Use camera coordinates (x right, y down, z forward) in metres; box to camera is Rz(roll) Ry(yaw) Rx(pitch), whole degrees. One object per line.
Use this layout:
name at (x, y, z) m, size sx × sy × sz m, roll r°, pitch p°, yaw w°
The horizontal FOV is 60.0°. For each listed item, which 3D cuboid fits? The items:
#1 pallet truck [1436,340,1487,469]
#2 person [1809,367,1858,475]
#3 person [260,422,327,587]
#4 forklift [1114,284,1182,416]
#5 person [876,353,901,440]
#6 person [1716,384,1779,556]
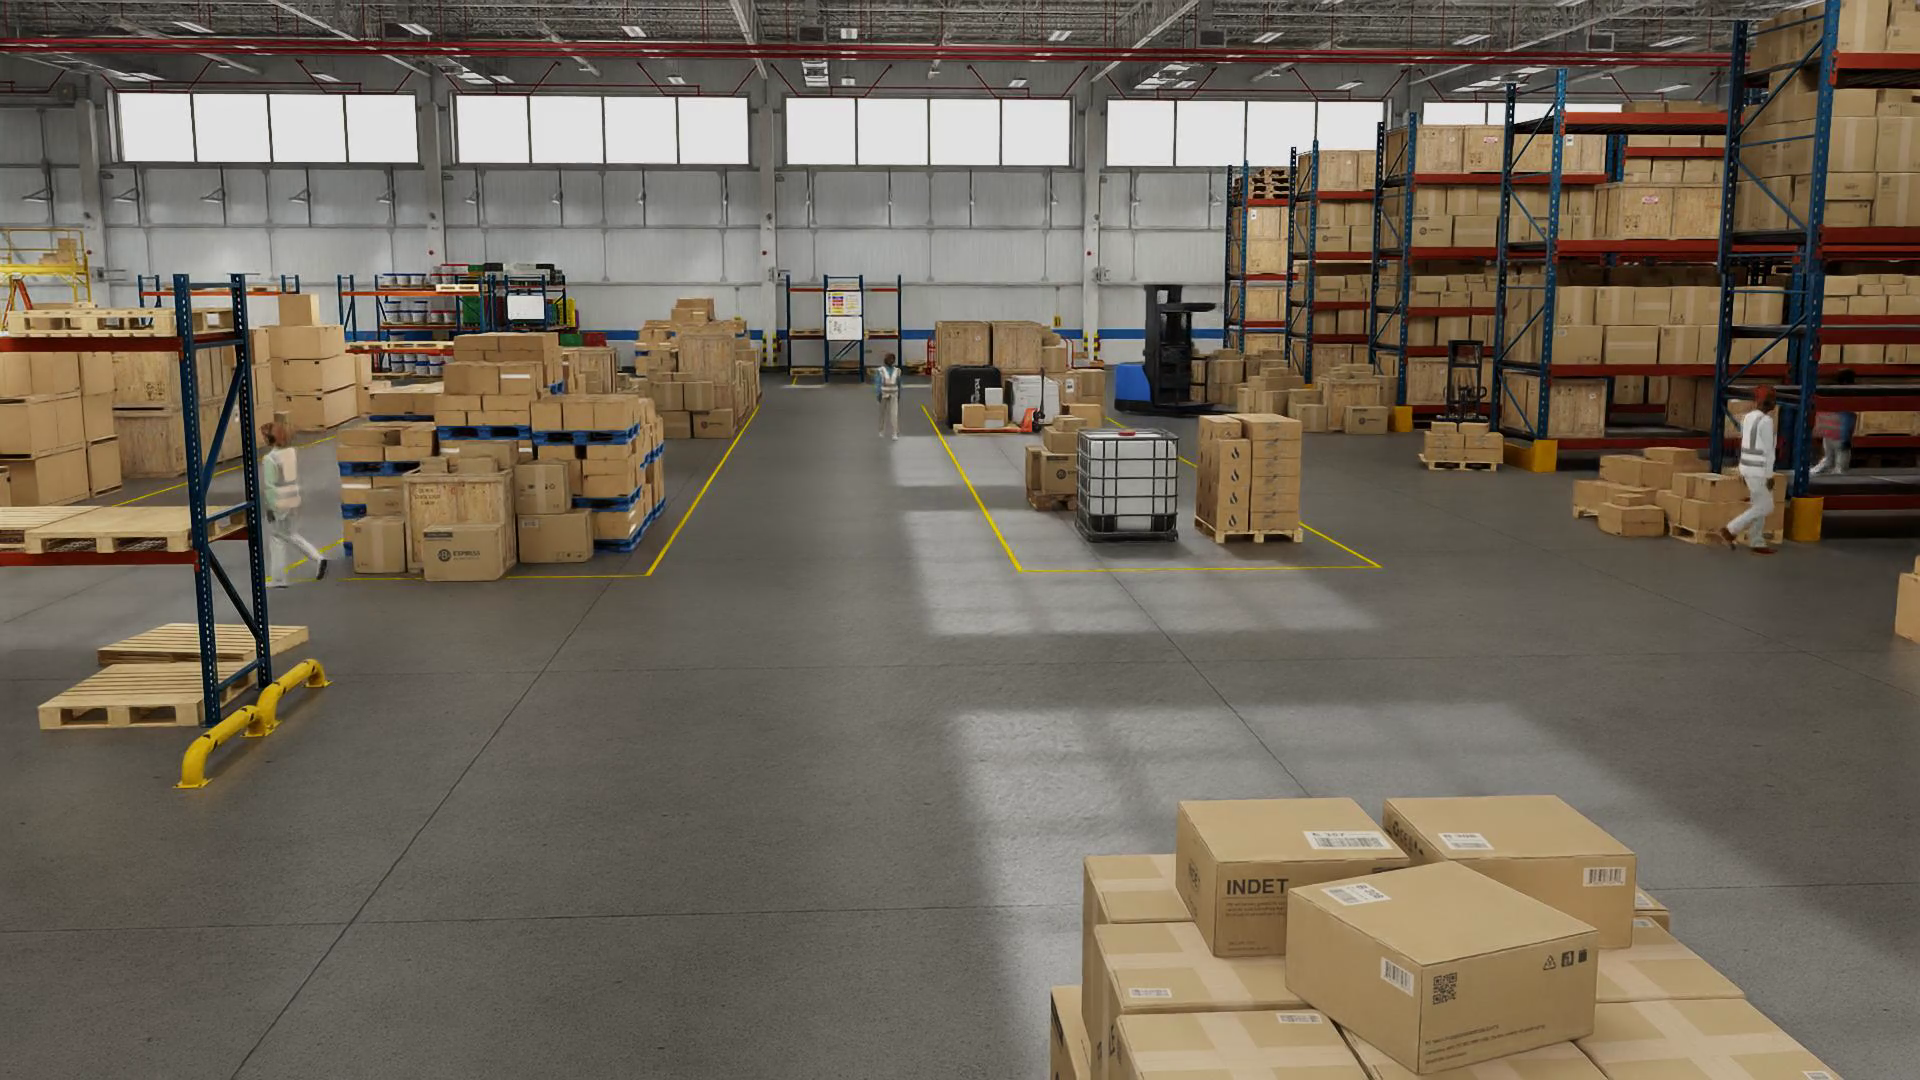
pallet truck at (8.004, -2.170, 26.422) m, size 0.823 × 1.965 × 1.885 m, roll 2°, pitch 9°, yaw 14°
person at (11.555, -1.385, 22.030) m, size 0.623 × 1.826 × 0.635 m, roll 0°, pitch 9°, yaw -3°
person at (-6.483, -0.334, 16.062) m, size 0.547 × 1.618 × 0.528 m, roll 2°, pitch 9°, yaw 13°
forklift at (4.378, -4.151, 36.093) m, size 1.129 × 2.768 × 1.873 m, roll -9°, pitch 13°, yaw -43°
person at (-1.335, -2.670, 30.797) m, size 0.506 × 1.603 × 0.841 m, roll -3°, pitch 9°, yaw -16°
person at (8.496, -0.735, 17.791) m, size 0.612 × 1.868 × 0.596 m, roll 1°, pitch 9°, yaw 6°
